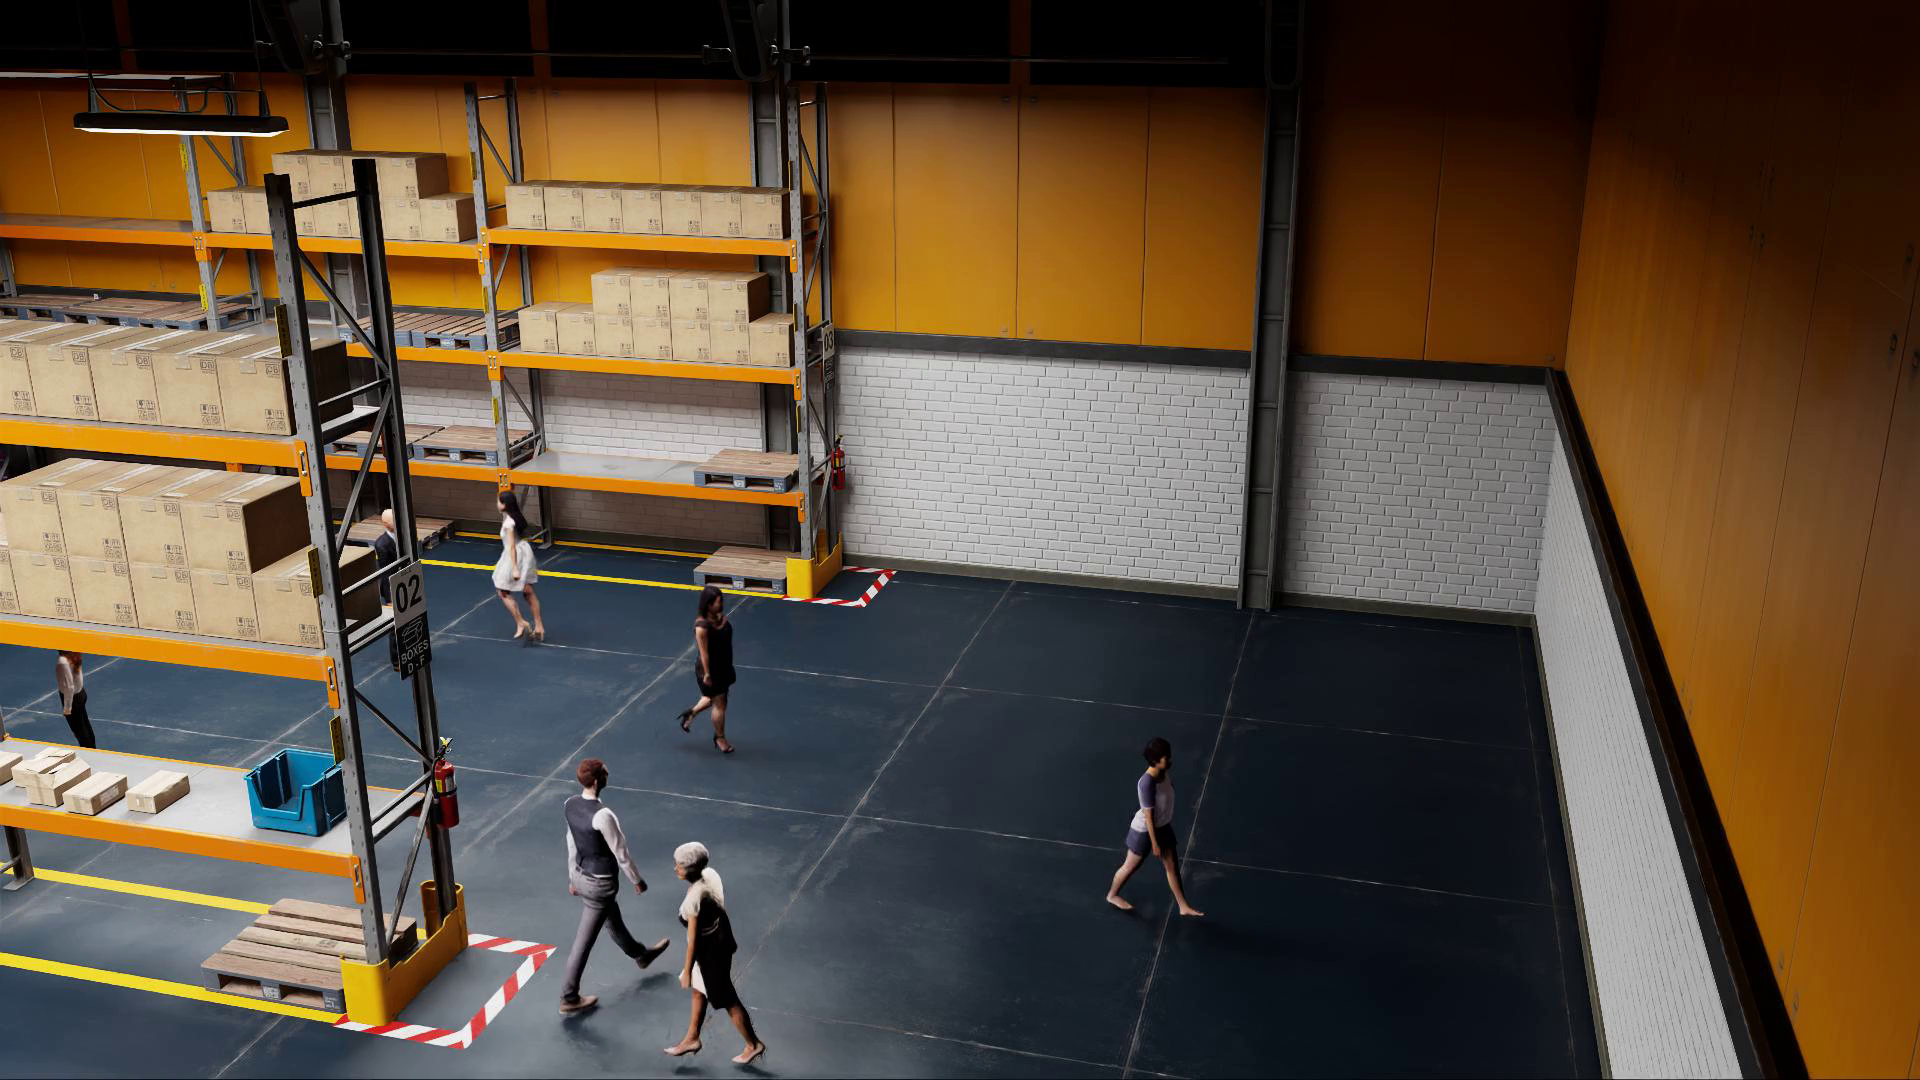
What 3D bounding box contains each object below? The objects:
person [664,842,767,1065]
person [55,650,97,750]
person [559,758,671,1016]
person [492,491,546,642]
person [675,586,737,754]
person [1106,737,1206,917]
[{"bbox_3d":[-1.576,2.820,11.239,1.015,1.712,0.788,1,19,3],"label":"person"},{"bbox_3d":[-8.297,1.477,15.583,0.634,1.485,0.618,-5,19,-14],"label":"person"},{"bbox_3d":[-2.682,2.504,11.892,1.169,1.894,1.247,-16,24,-39],"label":"person"},{"bbox_3d":[-4.902,0.316,18.616,0.789,1.749,0.684,2,19,5],"label":"person"},{"bbox_3d":[-2.437,1.239,15.947,0.876,1.703,0.730,2,19,6],"label":"person"},{"bbox_3d":[1.445,2.281,13.143,1.082,1.517,0.745,10,21,28],"label":"person"}]
